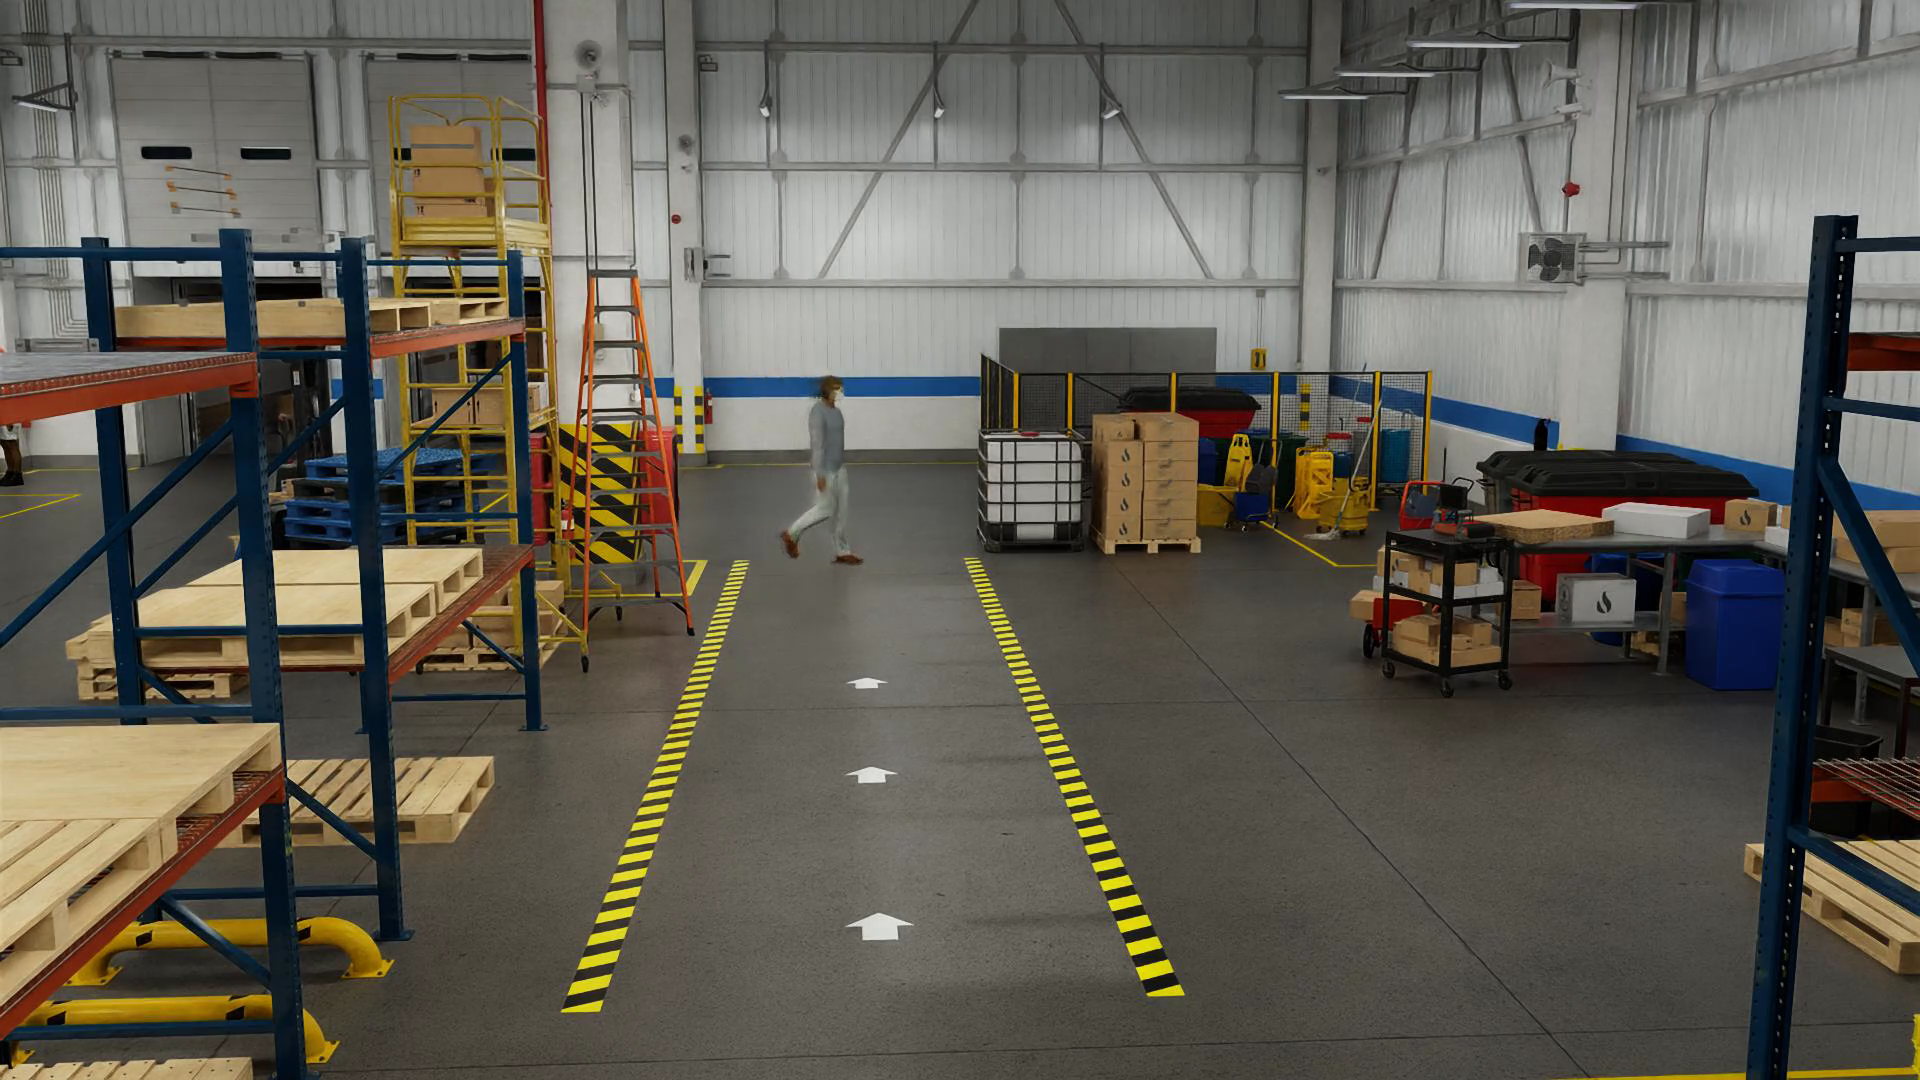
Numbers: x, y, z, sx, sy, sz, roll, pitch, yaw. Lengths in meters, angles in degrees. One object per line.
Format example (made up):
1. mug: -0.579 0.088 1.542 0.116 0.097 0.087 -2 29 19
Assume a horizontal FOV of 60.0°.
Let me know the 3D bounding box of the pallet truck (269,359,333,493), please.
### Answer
1. pallet truck: -7.062 -1.131 18.996 1.885 1.965 0.823 2 9 13

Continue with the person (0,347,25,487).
1. person: -13.092 -1.692 22.737 0.544 1.930 0.388 8 12 40

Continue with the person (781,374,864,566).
1. person: -1.369 -0.692 16.490 0.749 1.922 0.640 3 10 19
